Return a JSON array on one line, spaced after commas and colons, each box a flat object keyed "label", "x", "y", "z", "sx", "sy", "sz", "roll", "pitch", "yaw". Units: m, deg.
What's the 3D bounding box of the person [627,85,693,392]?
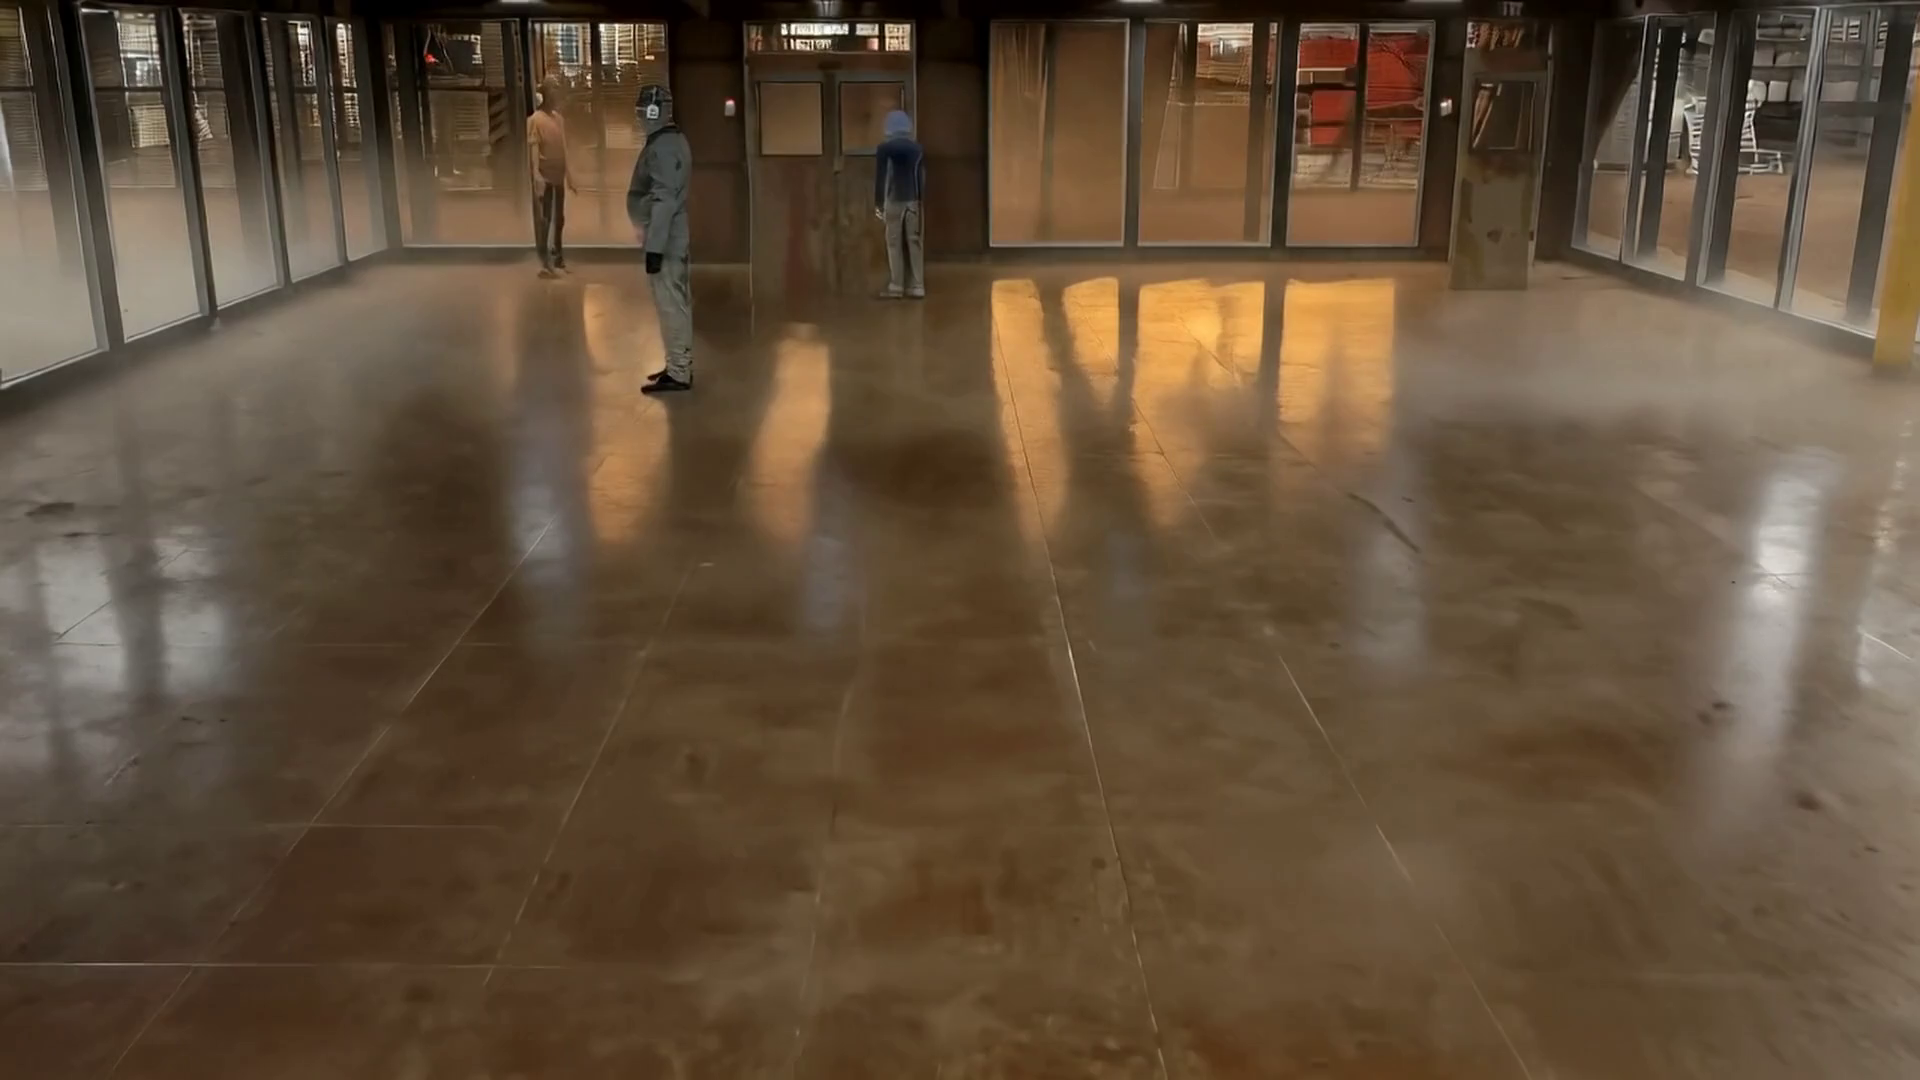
[{"label": "person", "x": -1.896, "y": -1.898, "z": 10.563, "sx": 0.410, "sy": 1.909, "sz": 0.642, "roll": 0, "pitch": 16, "yaw": -2}]

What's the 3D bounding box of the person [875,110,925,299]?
[{"label": "person", "x": -0.524, "y": -2.944, "z": 14.620, "sx": 0.498, "sy": 1.625, "sz": 0.288, "roll": -12, "pitch": 20, "yaw": -36}]

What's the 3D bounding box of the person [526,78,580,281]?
[{"label": "person", "x": -3.856, "y": -3.401, "z": 15.742, "sx": 0.331, "sy": 1.874, "sz": 0.519, "roll": 7, "pitch": 18, "yaw": 23}]
